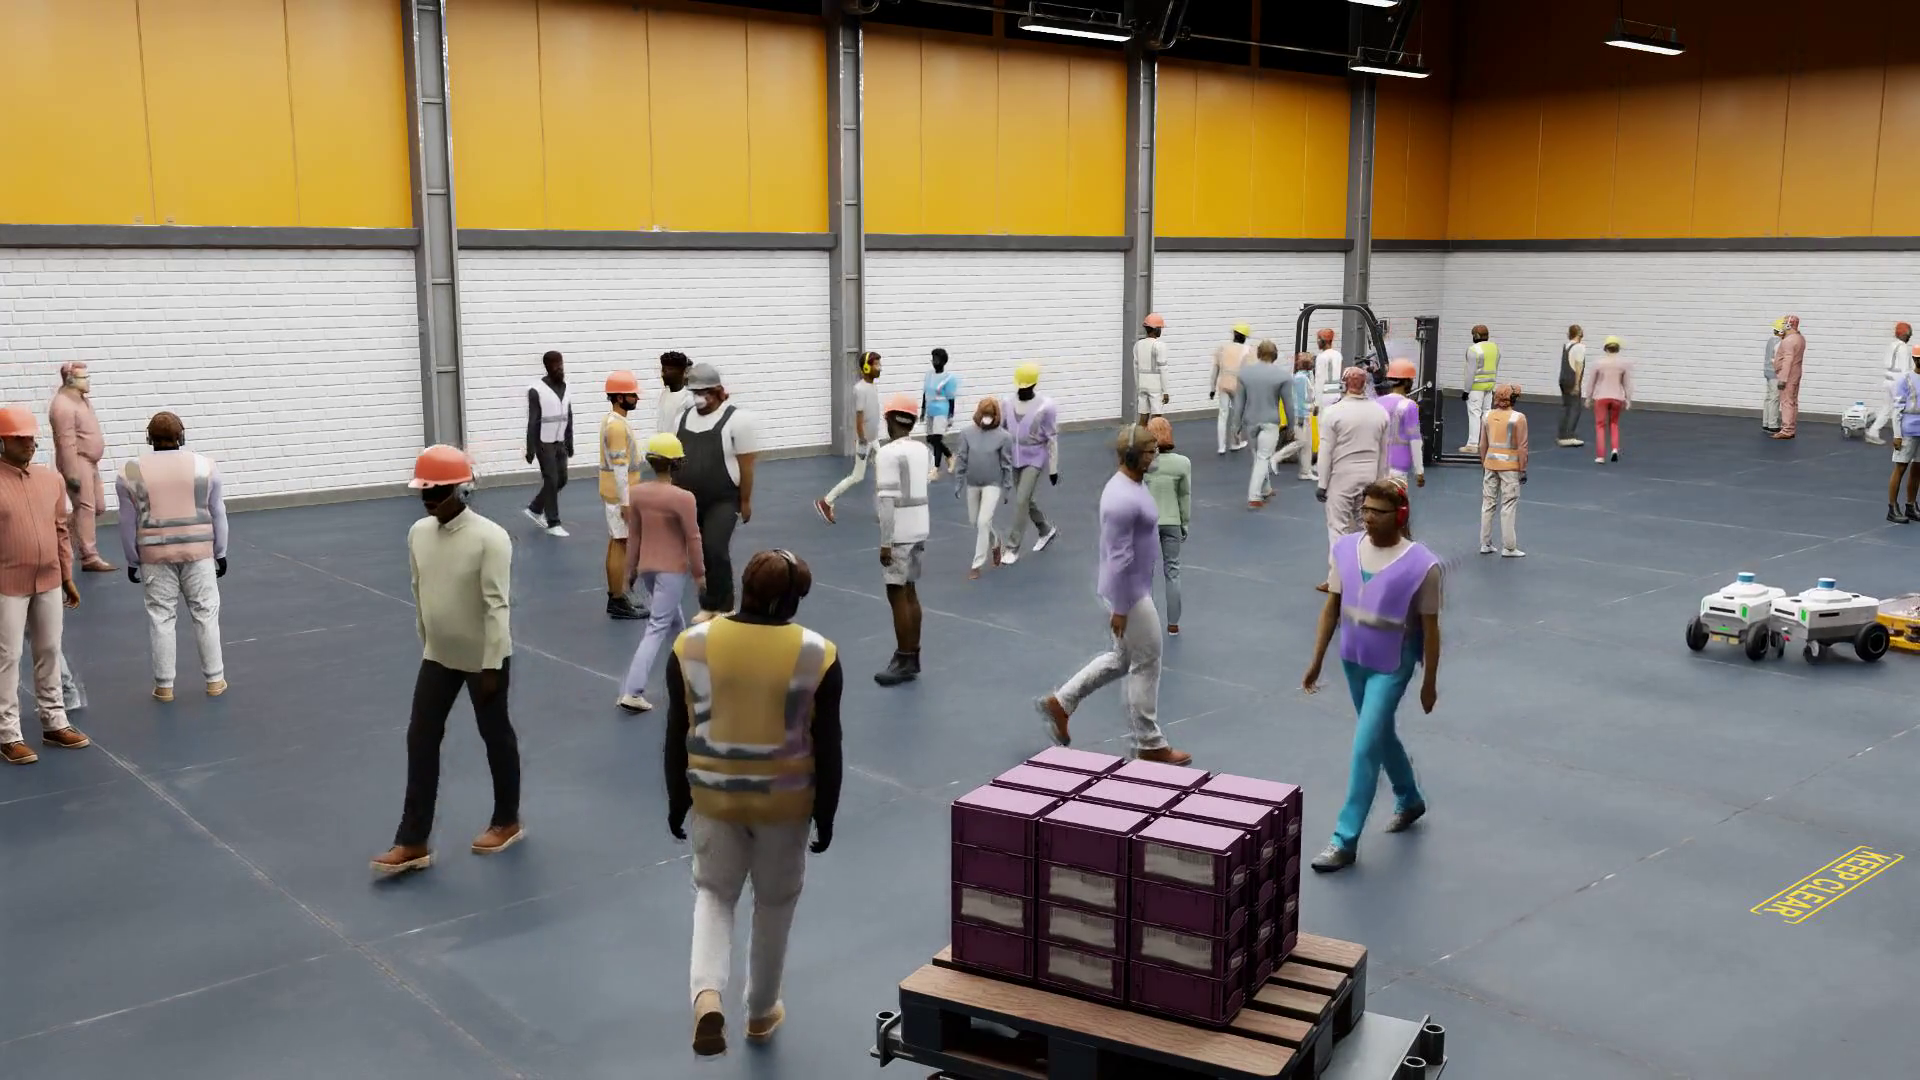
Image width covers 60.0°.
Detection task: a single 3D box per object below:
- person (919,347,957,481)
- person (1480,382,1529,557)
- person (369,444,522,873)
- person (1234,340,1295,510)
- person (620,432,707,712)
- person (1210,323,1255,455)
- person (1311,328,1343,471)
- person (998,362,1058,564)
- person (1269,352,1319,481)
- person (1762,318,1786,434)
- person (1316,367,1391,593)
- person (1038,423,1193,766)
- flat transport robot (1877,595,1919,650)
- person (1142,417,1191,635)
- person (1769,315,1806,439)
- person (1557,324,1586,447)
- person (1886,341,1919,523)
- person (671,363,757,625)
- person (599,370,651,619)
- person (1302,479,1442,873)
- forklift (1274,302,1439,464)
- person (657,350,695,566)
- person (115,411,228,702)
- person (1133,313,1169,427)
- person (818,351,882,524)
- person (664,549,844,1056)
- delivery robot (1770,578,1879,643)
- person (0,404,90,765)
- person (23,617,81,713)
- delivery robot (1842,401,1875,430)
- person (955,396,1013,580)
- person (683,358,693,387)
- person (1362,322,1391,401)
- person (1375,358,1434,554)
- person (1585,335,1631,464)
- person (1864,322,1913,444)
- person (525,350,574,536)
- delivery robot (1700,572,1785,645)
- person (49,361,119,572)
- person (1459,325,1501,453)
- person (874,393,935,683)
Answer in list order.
[{"bbox_3d":[-0.241,-1.600,20.989,0.698,1.679,0.548,-8,13,-39],"label":"person"},{"bbox_3d":[5.097,-0.656,15.600,0.308,1.641,0.511,-7,12,-34],"label":"person"},{"bbox_3d":[-2.347,0.550,7.586,0.637,1.954,0.913,4,11,25],"label":"person"},{"bbox_3d":[3.418,-1.293,18.640,0.650,1.882,1.039,6,11,31],"label":"person"},{"bbox_3d":[-1.851,0.189,10.423,0.536,1.724,0.925,7,12,35],"label":"person"},{"bbox_3d":[3.895,-2.164,23.768,0.688,1.856,0.925,5,11,29],"label":"person"},{"bbox_3d":[4.804,-1.841,21.837,0.364,1.883,0.579,8,12,39],"label":"person"},{"bbox_3d":[0.650,-0.746,15.471,0.676,1.867,0.910,8,12,38],"label":"person"},{"bbox_3d":[4.236,-1.549,20.859,0.569,1.620,0.529,4,11,23],"label":"person"},{"bbox_3d":[13.017,-2.610,26.474,0.403,1.833,0.586,2,10,10],"label":"person"},{"bbox_3d":[3.267,-0.496,13.930,0.638,1.898,0.397,-4,10,-22],"label":"person"},{"bbox_3d":[0.863,0.300,9.210,0.819,1.917,0.634,2,10,12],"label":"person"},{"bbox_3d":[7.162,0.590,12.305,1.431,0.197,0.652,-7,12,-35],"label":"flat transport robot"},{"bbox_3d":[1.462,-0.094,12.328,0.502,1.633,0.280,-2,10,-10],"label":"person"},{"bbox_3d":[12.766,-2.511,25.675,0.400,1.910,0.643,9,13,42],"label":"person"},{"bbox_3d":[9.095,-2.297,24.732,0.452,1.802,0.593,-3,10,-17],"label":"person"},{"bbox_3d":[10.103,-1.141,17.568,0.545,1.938,0.362,-3,10,-16],"label":"person"},{"bbox_3d":[-1.937,-0.337,12.558,0.695,2.000,0.606,5,11,27],"label":"person"},{"bbox_3d":[-2.623,-0.355,12.963,0.370,1.939,0.543,-3,10,-15],"label":"person"},{"bbox_3d":[1.983,0.593,7.843,0.978,1.801,0.573,-7,12,-35],"label":"person"},{"bbox_3d":[5.320,-2.157,22.763,2.313,2.155,1.214,3,10,16],"label":"forklift"},{"bbox_3d":[-2.569,-0.744,15.157,0.368,1.967,0.600,-9,13,-43],"label":"person"},{"bbox_3d":[-4.978,0.104,10.562,0.624,1.844,0.429,-5,11,-27],"label":"person"},{"bbox_3d":[2.628,-2.066,22.671,0.371,2.044,0.608,-7,12,-37],"label":"person"},{"bbox_3d":[-1.037,-1.059,17.406,0.888,1.840,0.526,3,10,16],"label":"person"},{"bbox_3d":[-0.723,0.937,5.789,0.643,1.810,0.597,0,10,2],"label":"person"},{"bbox_3d":[6.056,0.512,11.659,0.707,0.478,0.477,-3,10,-18],"label":"delivery robot"},{"bbox_3d":[-5.242,0.237,9.327,0.376,1.997,0.612,4,11,25],"label":"person"},{"bbox_3d":[-5.865,0.256,10.098,0.904,1.696,0.479,-1,10,-6],"label":"person"},{"bbox_3d":[13.992,-1.920,25.894,0.477,0.478,0.707,8,12,38],"label":"delivery robot"},{"bbox_3d":[0.244,-0.486,14.680,0.518,1.606,0.706,4,11,23],"label":"person"},{"bbox_3d":[-2.790,-0.884,16.341,0.710,1.848,0.535,5,11,28],"label":"person"},{"bbox_3d":[6.174,-2.276,24.454,0.984,1.864,0.662,2,10,10],"label":"person"},{"bbox_3d":[3.949,-0.712,15.211,0.991,1.901,0.555,-4,10,-21],"label":"person"},{"bbox_3d":[8.802,-1.905,22.588,0.542,1.750,0.394,1,10,5],"label":"person"},{"bbox_3d":[13.910,-2.304,24.656,0.671,1.854,0.662,3,10,16],"label":"person"},{"bbox_3d":[-4.199,-0.980,16.787,0.675,1.889,0.623,5,11,26],"label":"person"},{"bbox_3d":[5.586,0.475,11.857,0.707,0.478,0.477,-8,13,-42],"label":"delivery robot"},{"bbox_3d":[-7.898,-0.645,14.801,0.571,1.896,0.645,-2,10,-13],"label":"person"},{"bbox_3d":[7.436,-2.165,23.858,0.624,1.840,0.429,-6,12,-33],"label":"person"},{"bbox_3d":[-0.433,-0.012,11.120,0.390,1.895,0.746,5,11,28],"label":"person"}]
